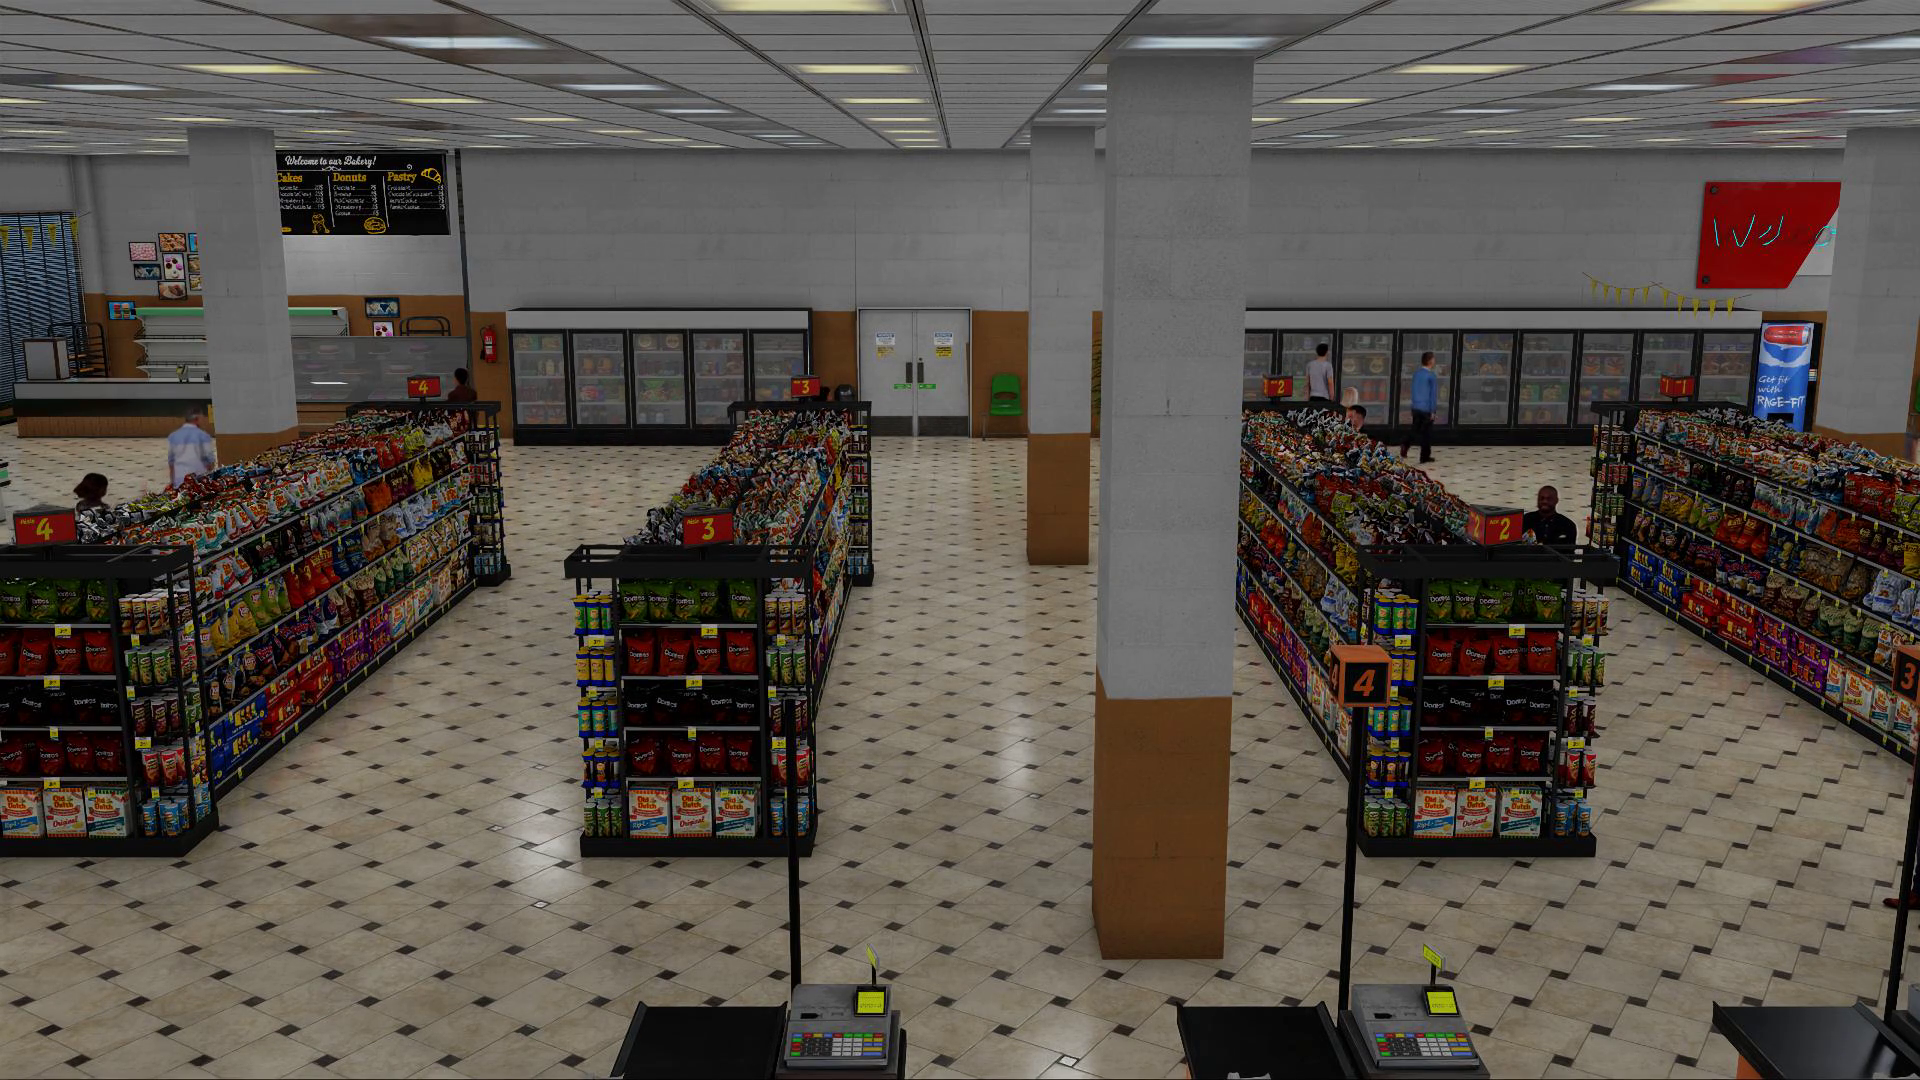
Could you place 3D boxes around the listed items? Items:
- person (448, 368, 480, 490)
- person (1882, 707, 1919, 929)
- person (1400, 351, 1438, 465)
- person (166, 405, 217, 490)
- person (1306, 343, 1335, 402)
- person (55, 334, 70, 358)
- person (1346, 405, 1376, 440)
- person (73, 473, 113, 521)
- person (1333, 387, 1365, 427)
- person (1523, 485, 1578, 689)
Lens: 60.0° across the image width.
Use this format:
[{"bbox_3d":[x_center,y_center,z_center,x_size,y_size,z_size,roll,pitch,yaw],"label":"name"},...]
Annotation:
[{"bbox_3d":[-7.232,-1.624,24.288,0.756,1.780,0.688,11,16,42],"label":"person"},{"bbox_3d":[5.841,1.393,9.839,0.753,1.830,0.491,-1,12,-4],"label":"person"},{"bbox_3d":[7.315,-2.091,26.469,0.998,1.795,0.993,-7,14,-32],"label":"person"},{"bbox_3d":[-9.137,-0.674,19.734,0.704,1.796,0.666,1,12,2],"label":"person"},{"bbox_3d":[5.906,-2.305,27.318,0.791,1.864,0.727,-11,16,-43],"label":"person"},{"bbox_3d":[-16.382,-2.894,30.412,0.670,1.742,0.509,-2,12,-11],"label":"person"},{"bbox_3d":[4.808,-0.664,19.676,0.973,1.801,1.219,-4,12,-17],"label":"person"},{"bbox_3d":[-8.190,0.235,15.669,0.746,1.693,1.099,3,12,15],"label":"person"},{"bbox_3d":[5.227,-1.207,22.440,0.681,1.726,0.718,9,15,38],"label":"person"},{"bbox_3d":[5.065,0.416,14.509,0.773,1.818,0.742,5,13,21],"label":"person"}]
